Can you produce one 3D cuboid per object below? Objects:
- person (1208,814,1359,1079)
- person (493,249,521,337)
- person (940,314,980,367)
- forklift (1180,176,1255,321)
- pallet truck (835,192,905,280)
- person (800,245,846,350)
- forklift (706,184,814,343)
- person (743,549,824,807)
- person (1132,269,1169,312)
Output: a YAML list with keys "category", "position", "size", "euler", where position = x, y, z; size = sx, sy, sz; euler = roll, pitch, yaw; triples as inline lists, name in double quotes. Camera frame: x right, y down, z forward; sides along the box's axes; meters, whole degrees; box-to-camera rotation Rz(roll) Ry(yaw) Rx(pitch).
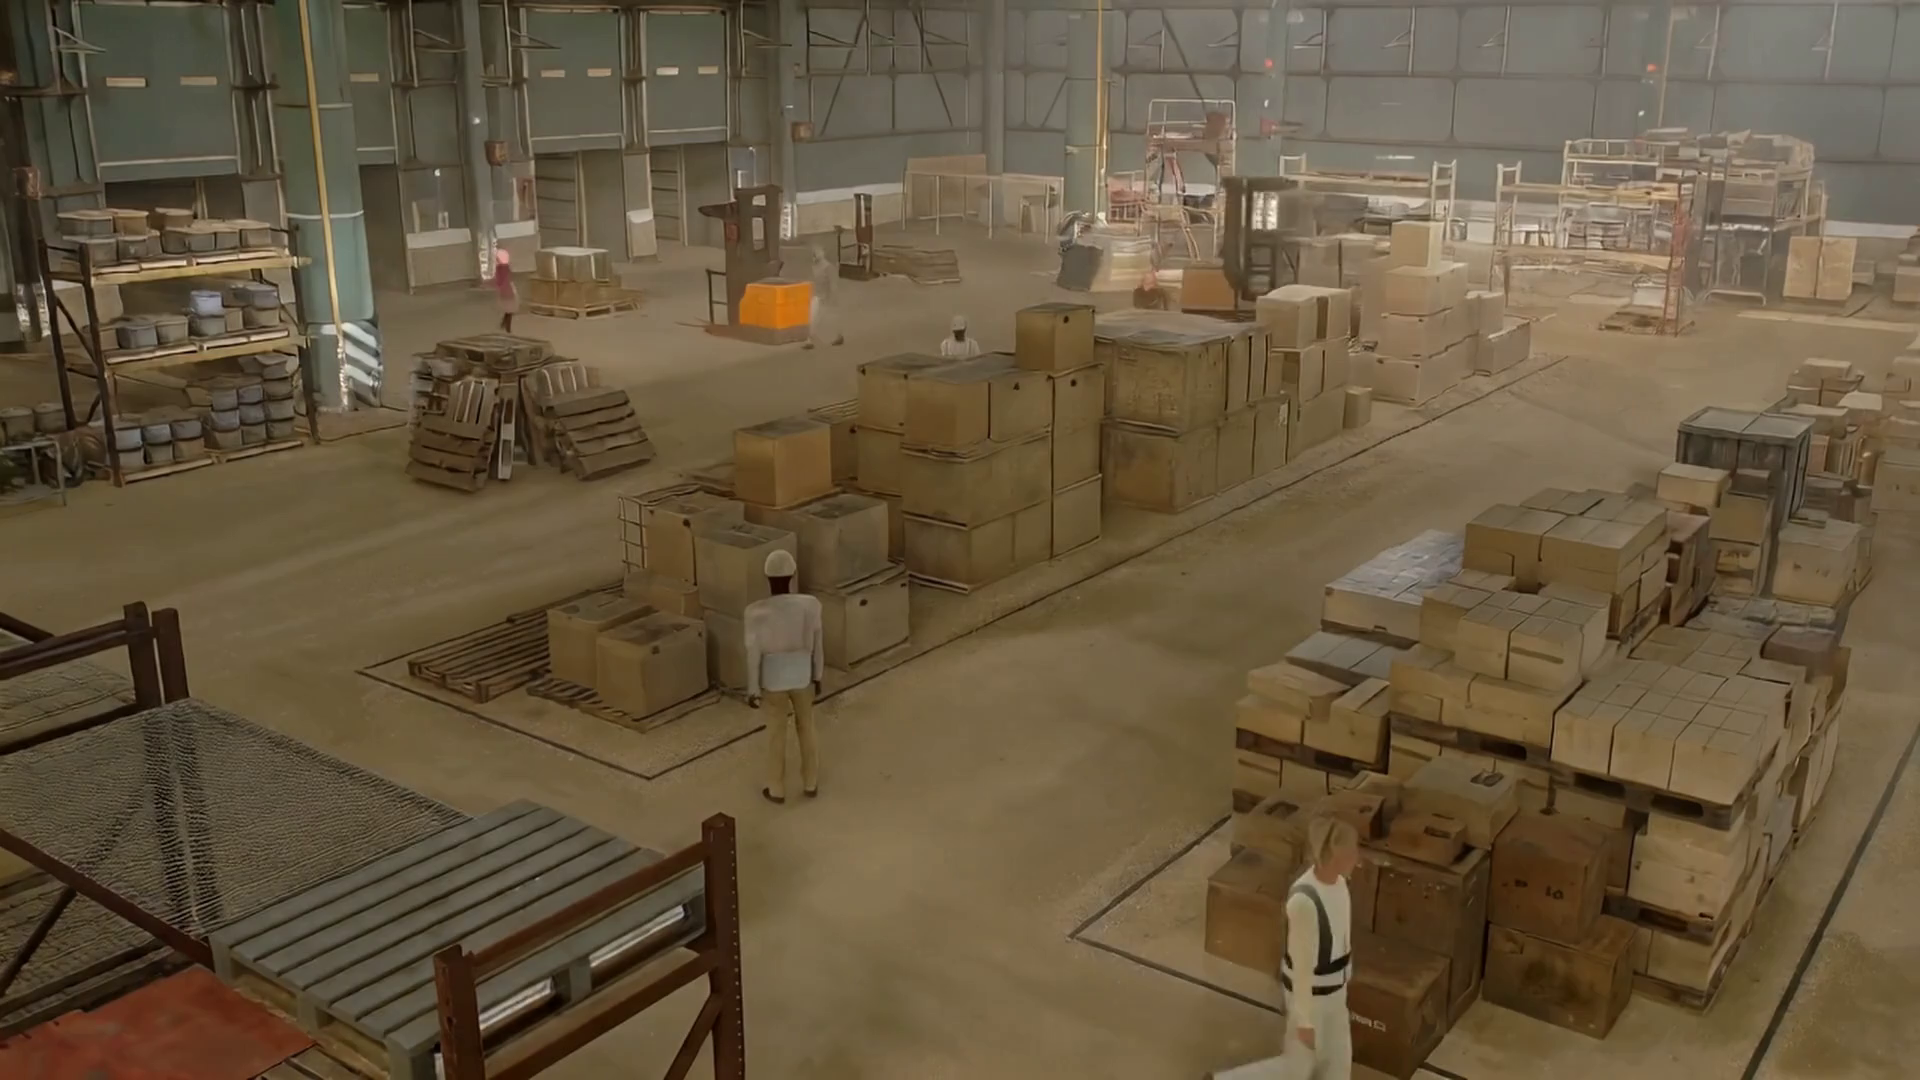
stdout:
- category: "person"
  position: [1.684, 2.205, 8.225]
  size: [0.780, 1.857, 0.584]
  euler: [12, 20, 33]
- category: "person"
  position: [-8.455, -4.535, 30.817]
  size: [0.548, 1.683, 0.553]
  euler: [14, 22, 40]
- category: "person"
  position: [0.000, -2.141, 22.567]
  size: [0.558, 1.892, 1.021]
  euler: [6, 18, 18]
- category: "forklift"
  position: [5.314, -5.705, 32.664]
  size: [1.873, 2.768, 1.129]
  euler: [2, 17, 8]
- category: "pallet truck"
  position: [-1.936, -7.159, 38.982]
  size: [1.885, 1.965, 0.823]
  euler: [-12, 21, -34]
- category: "person"
  position: [-2.458, -4.377, 29.977]
  size: [0.623, 1.895, 1.026]
  euler: [13, 21, 36]
- category: "forklift"
  position: [-3.717, -5.181, 30.929]
  size: [1.873, 2.768, 1.129]
  euler: [12, 21, 35]
- category: "person"
  position: [-1.278, 0.999, 12.089]
  size: [0.588, 1.928, 0.383]
  euler: [-6, 18, -20]
- category: "person"
  position: [3.084, -3.420, 26.781]
  size: [0.639, 1.910, 0.938]
  euler: [13, 21, 36]
